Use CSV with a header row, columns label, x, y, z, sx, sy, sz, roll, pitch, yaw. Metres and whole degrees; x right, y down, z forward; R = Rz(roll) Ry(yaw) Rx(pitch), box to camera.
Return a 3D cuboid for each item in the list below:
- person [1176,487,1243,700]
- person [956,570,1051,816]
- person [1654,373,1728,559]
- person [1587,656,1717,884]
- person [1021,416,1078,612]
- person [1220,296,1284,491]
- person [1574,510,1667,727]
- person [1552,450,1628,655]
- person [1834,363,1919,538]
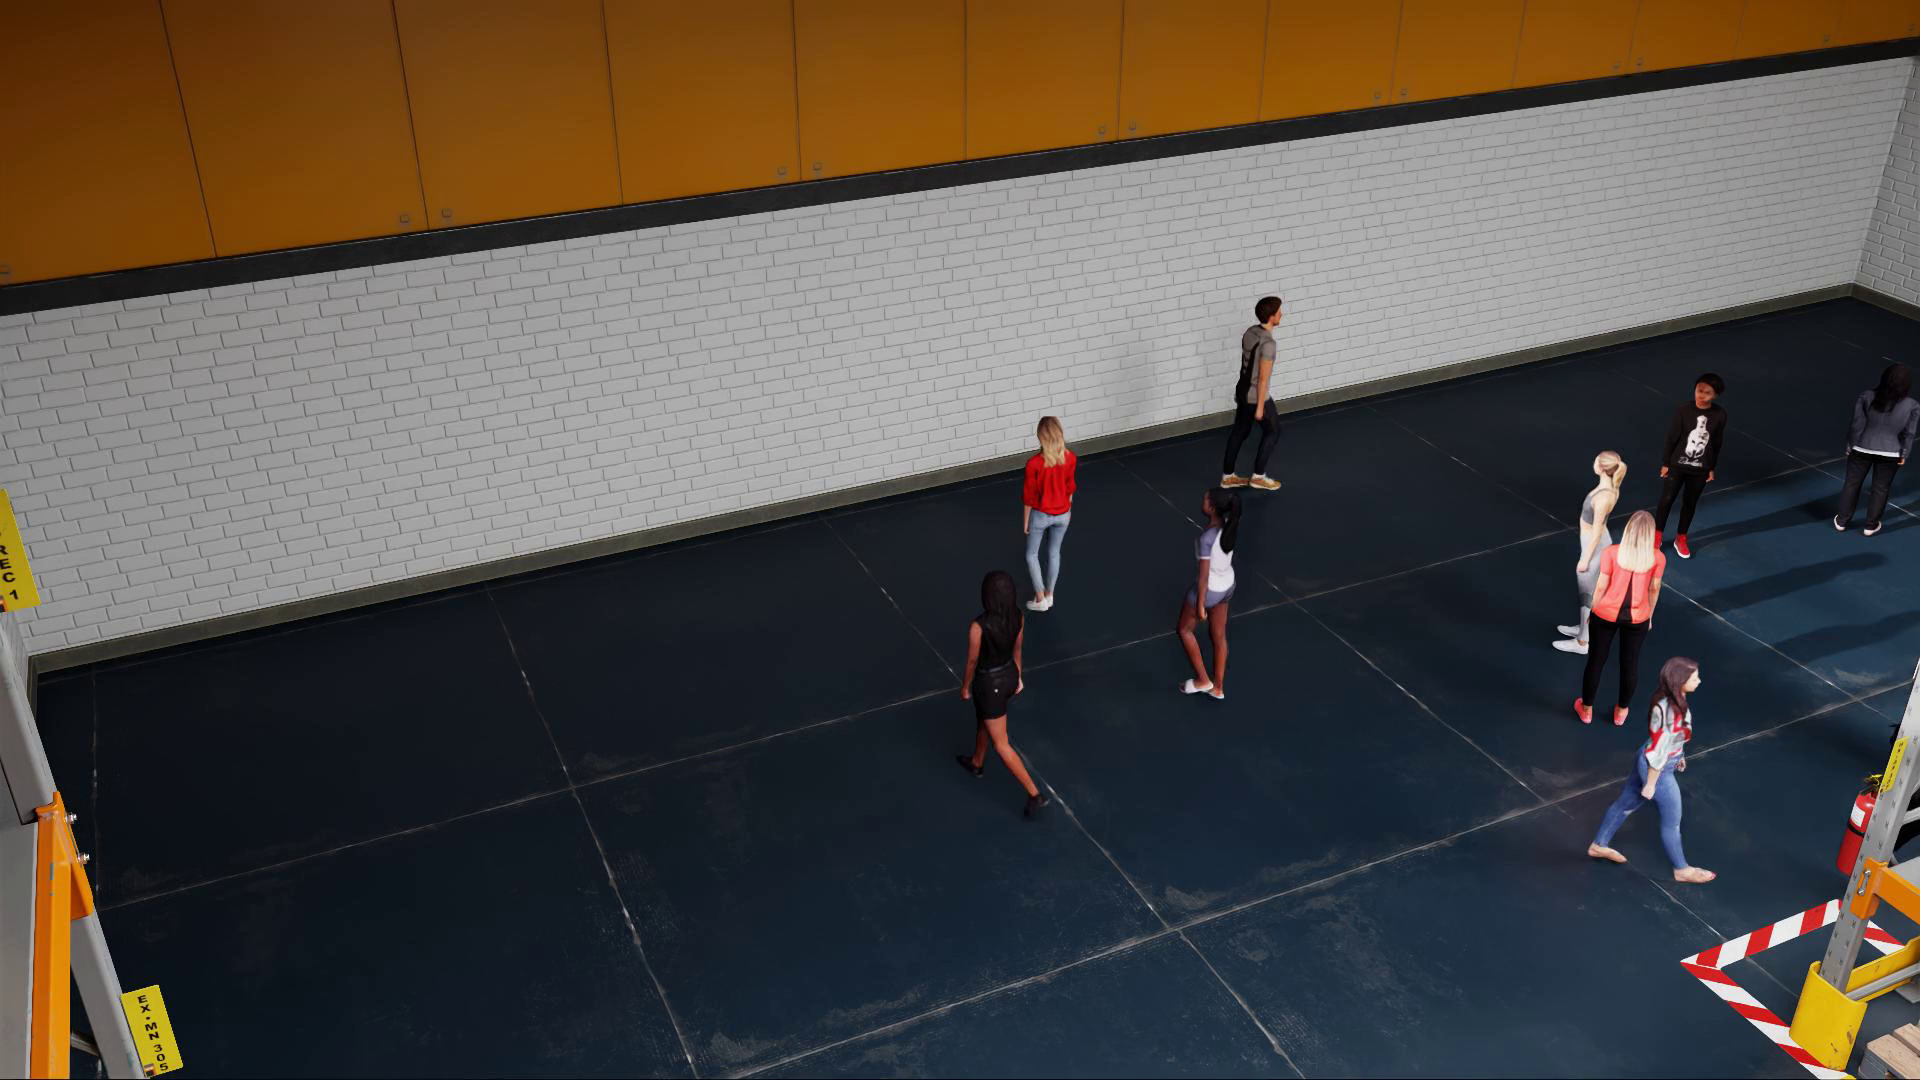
label,x,y,z,sx,sy,sz,roll,pitch,yaw
person,1.910,0.418,12.120,0.735,1.709,0.703,22,36,35
person,0.296,1.041,10.989,1.240,1.700,0.869,25,37,37
person,6.188,-0.648,14.113,0.666,1.673,0.712,8,30,13
person,4.265,1.418,10.422,1.058,1.580,1.000,10,30,18
person,0.725,-0.175,13.217,0.654,1.701,0.680,-10,30,-18
person,2.589,-1.296,15.096,0.753,1.868,0.716,-9,30,-17
person,4.720,0.554,11.888,0.678,1.693,0.710,6,29,10
person,4.864,0.085,12.737,0.675,1.704,0.639,15,32,25
person,7.976,-0.796,14.463,0.772,1.597,0.858,17,33,28
